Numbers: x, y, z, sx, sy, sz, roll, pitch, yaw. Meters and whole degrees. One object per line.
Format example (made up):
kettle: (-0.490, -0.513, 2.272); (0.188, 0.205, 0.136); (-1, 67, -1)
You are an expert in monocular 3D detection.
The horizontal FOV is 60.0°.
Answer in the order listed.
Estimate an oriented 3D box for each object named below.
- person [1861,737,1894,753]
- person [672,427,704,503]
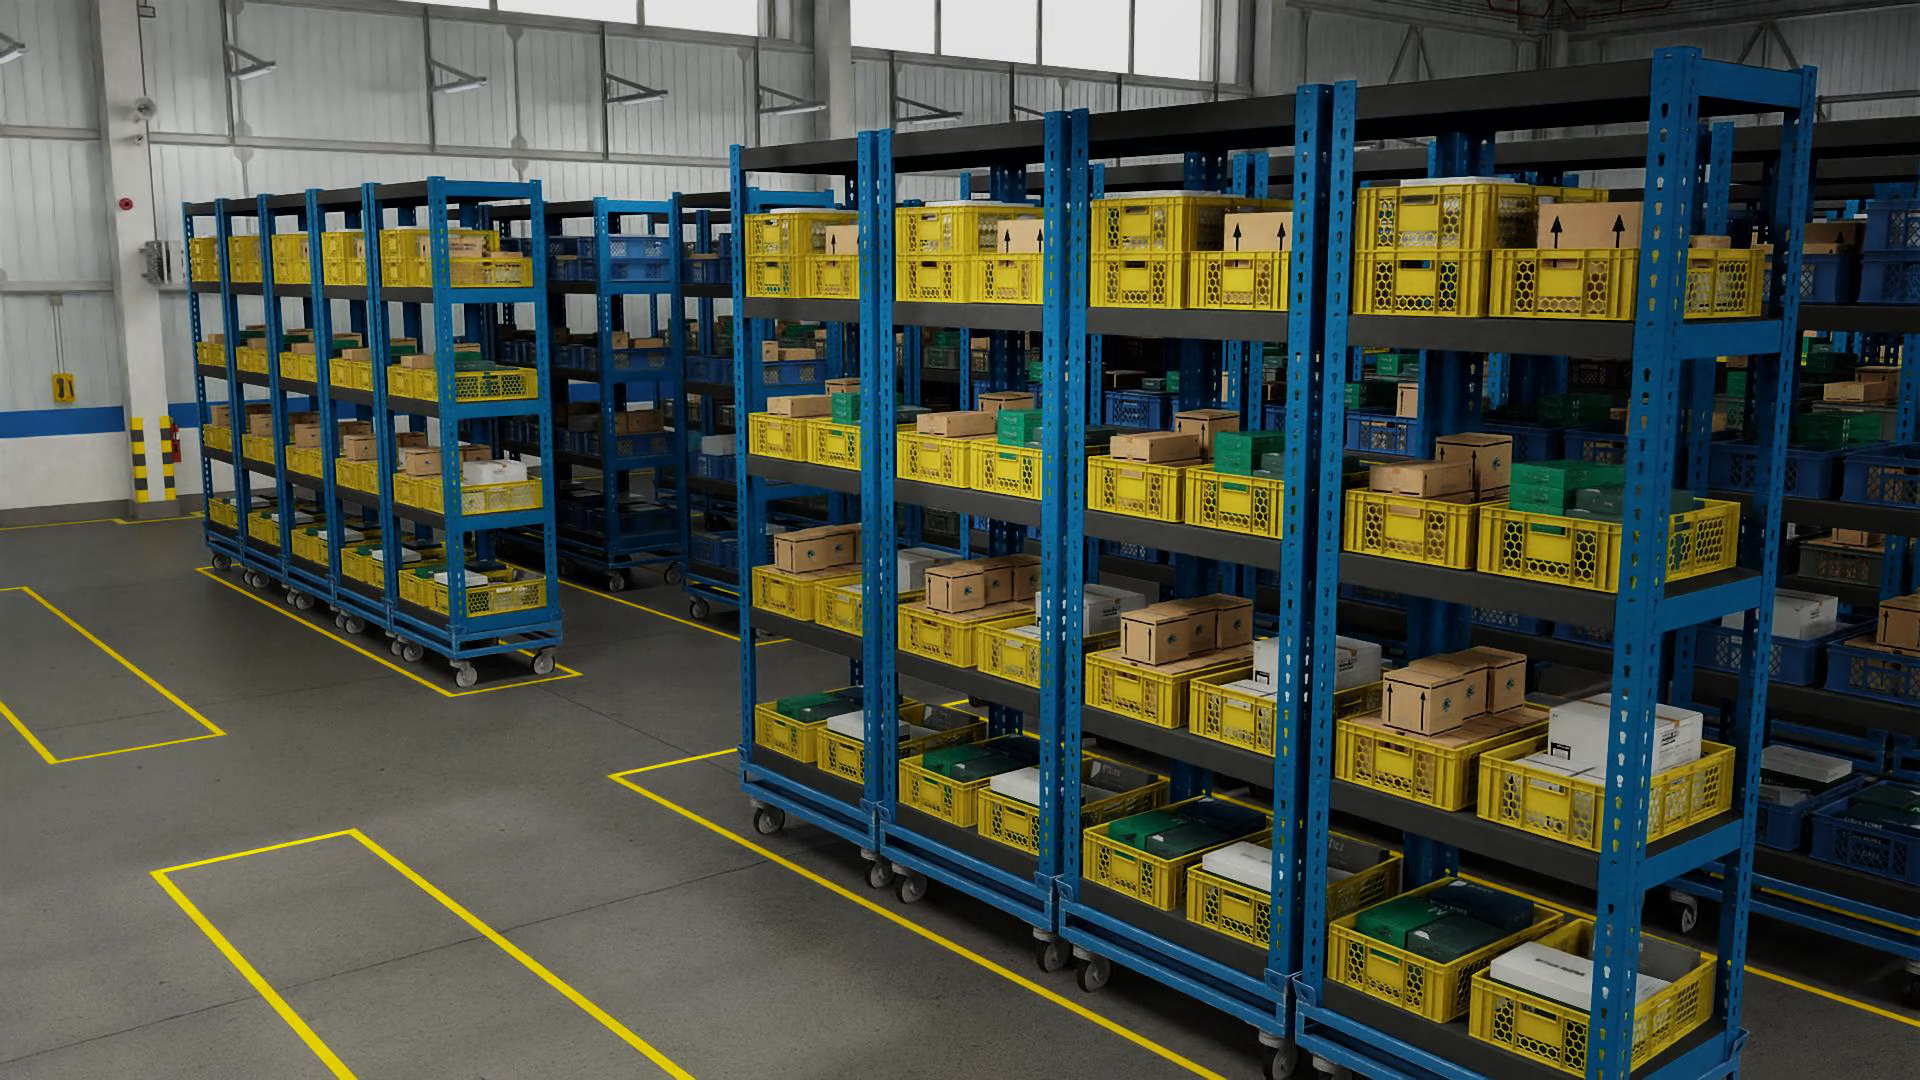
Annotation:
person: (6.086, 0.461, 10.096); (0.910, 1.795, 0.596); (6, 11, 34)
person: (-3.425, -1.324, 20.746); (0.589, 1.816, 0.775); (8, 13, 41)
